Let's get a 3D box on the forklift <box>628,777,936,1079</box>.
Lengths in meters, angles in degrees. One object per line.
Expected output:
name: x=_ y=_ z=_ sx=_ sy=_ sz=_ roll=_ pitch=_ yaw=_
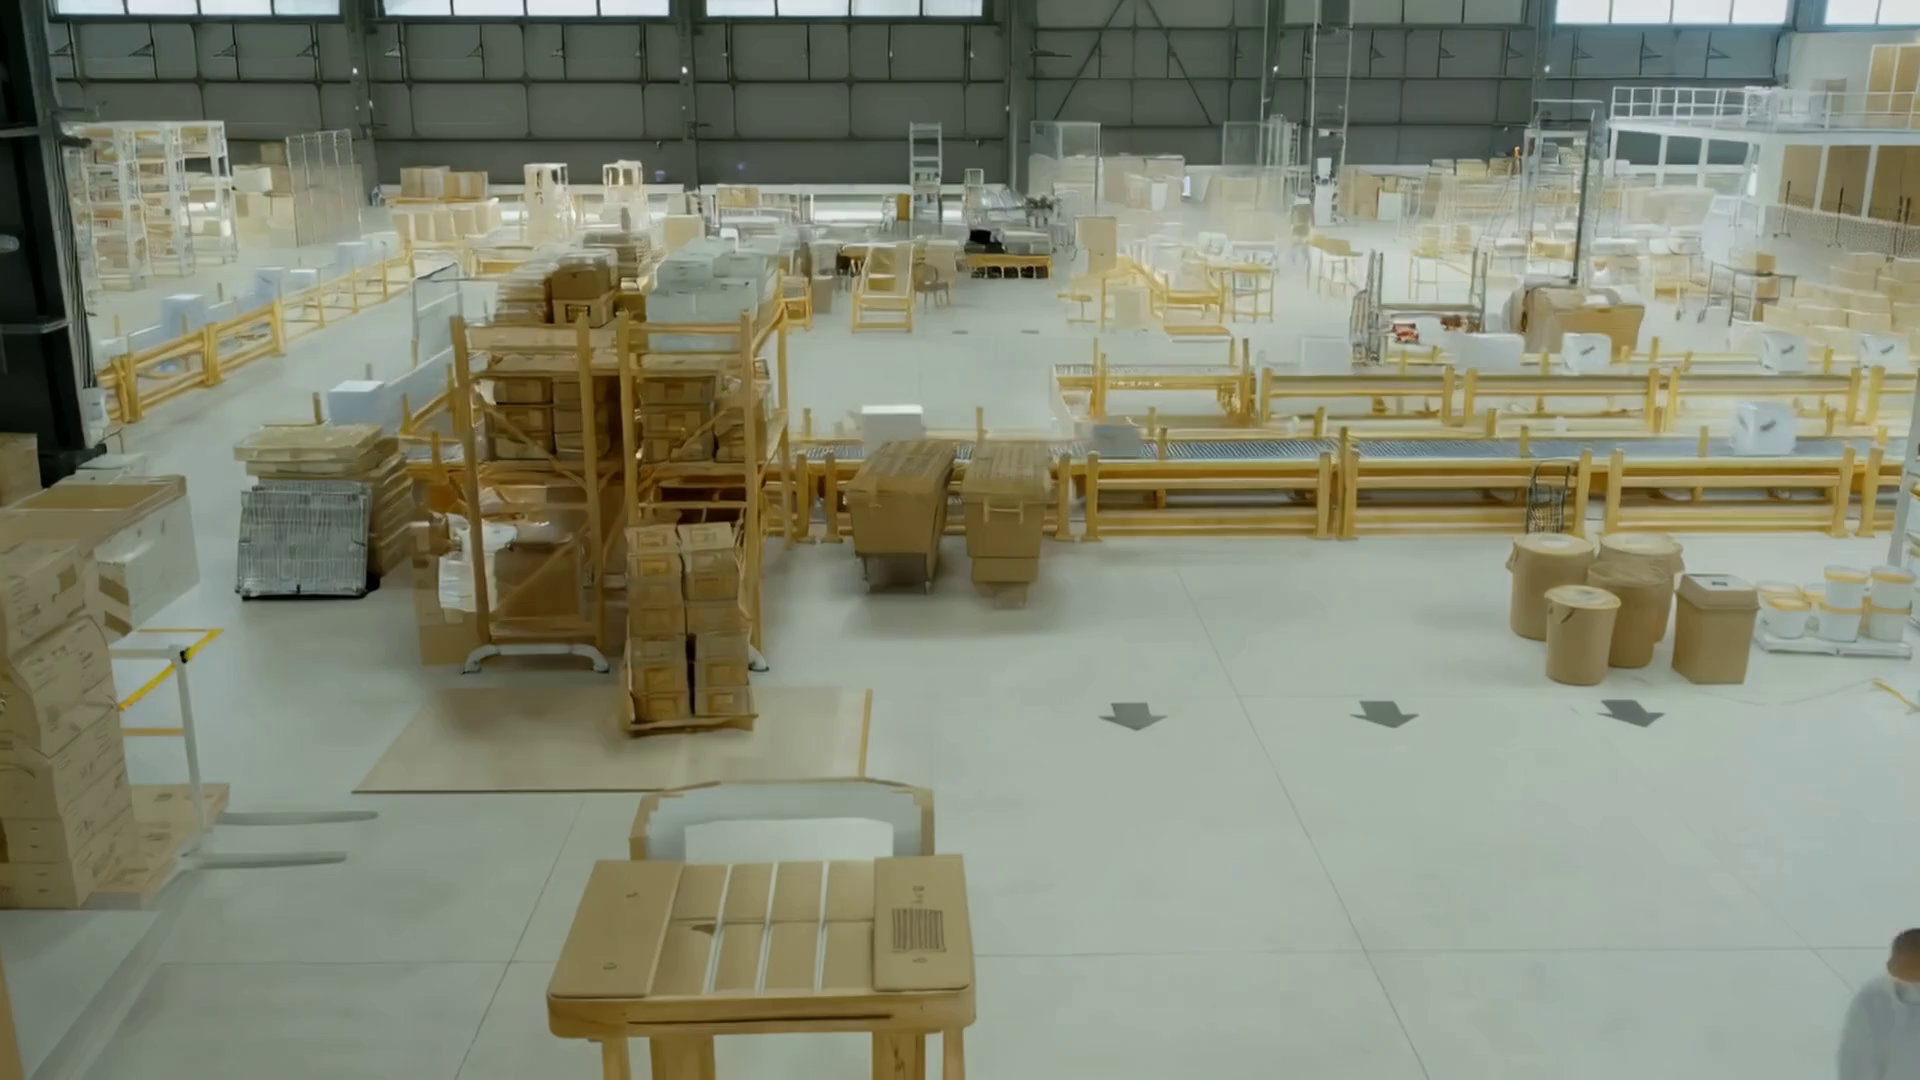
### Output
forklift: x=-0.542 y=2.165 z=5.552 sx=1.129 sy=2.768 sz=1.873 roll=-1 pitch=16 yaw=-2

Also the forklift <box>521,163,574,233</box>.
forklift: x=-12.233 y=-10.122 z=49.298 sx=1.157 sy=1.987 sz=2.680 roll=0 pitch=16 yaw=-1

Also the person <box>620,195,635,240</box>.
person: x=-8.581 y=-8.080 z=43.210 sx=0.861 sy=1.727 sz=0.540 roll=-8 pitch=18 yaw=-27

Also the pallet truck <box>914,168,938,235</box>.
pallet truck: x=-0.989 y=-10.316 z=50.507 sx=0.823 sy=1.965 sz=1.885 roll=1 pitch=16 yaw=3

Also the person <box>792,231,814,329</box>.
person: x=-3.084 y=-5.090 z=32.533 sx=0.398 sy=1.897 sz=0.639 roll=-2 pitch=16 yaw=-7

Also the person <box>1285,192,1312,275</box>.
person: x=8.343 y=-7.501 z=40.750 sx=0.631 sy=1.982 sz=0.672 roll=-8 pitch=18 yaw=-27

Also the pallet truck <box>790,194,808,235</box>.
pallet truck: x=-4.814 y=-9.883 z=50.259 sx=0.704 sy=1.261 sz=1.522 roll=-1 pitch=16 yaw=-3

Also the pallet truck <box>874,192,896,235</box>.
pallet truck: x=-2.277 y=-9.986 z=50.594 sx=0.653 sy=1.274 sz=1.630 roll=0 pitch=16 yaw=-1

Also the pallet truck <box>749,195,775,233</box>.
pallet truck: x=-6.051 y=-9.967 z=50.660 sx=0.680 sy=1.201 sz=1.601 roll=0 pitch=16 yaw=-1

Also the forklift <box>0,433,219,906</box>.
forklift: x=-5.952 y=0.780 z=10.366 sx=1.873 sy=2.768 sz=1.129 roll=0 pitch=16 yaw=-1

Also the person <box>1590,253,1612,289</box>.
person: x=10.957 y=-4.013 z=28.780 sx=0.993 sy=1.887 sz=0.571 roll=-3 pitch=16 yaw=-11

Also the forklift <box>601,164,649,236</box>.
forklift: x=-9.948 y=-10.127 z=49.296 sx=1.157 sy=1.987 sz=2.680 roll=-1 pitch=16 yaw=-3

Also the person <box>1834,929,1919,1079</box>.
person: x=3.890 y=2.370 z=6.856 sx=0.598 sy=1.751 sz=0.529 roll=-11 pitch=19 yaw=-33

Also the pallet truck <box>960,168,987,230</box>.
pallet truck: x=0.383 y=-10.230 z=50.206 sx=0.823 sy=1.965 sz=1.885 roll=-1 pitch=16 yaw=-3
